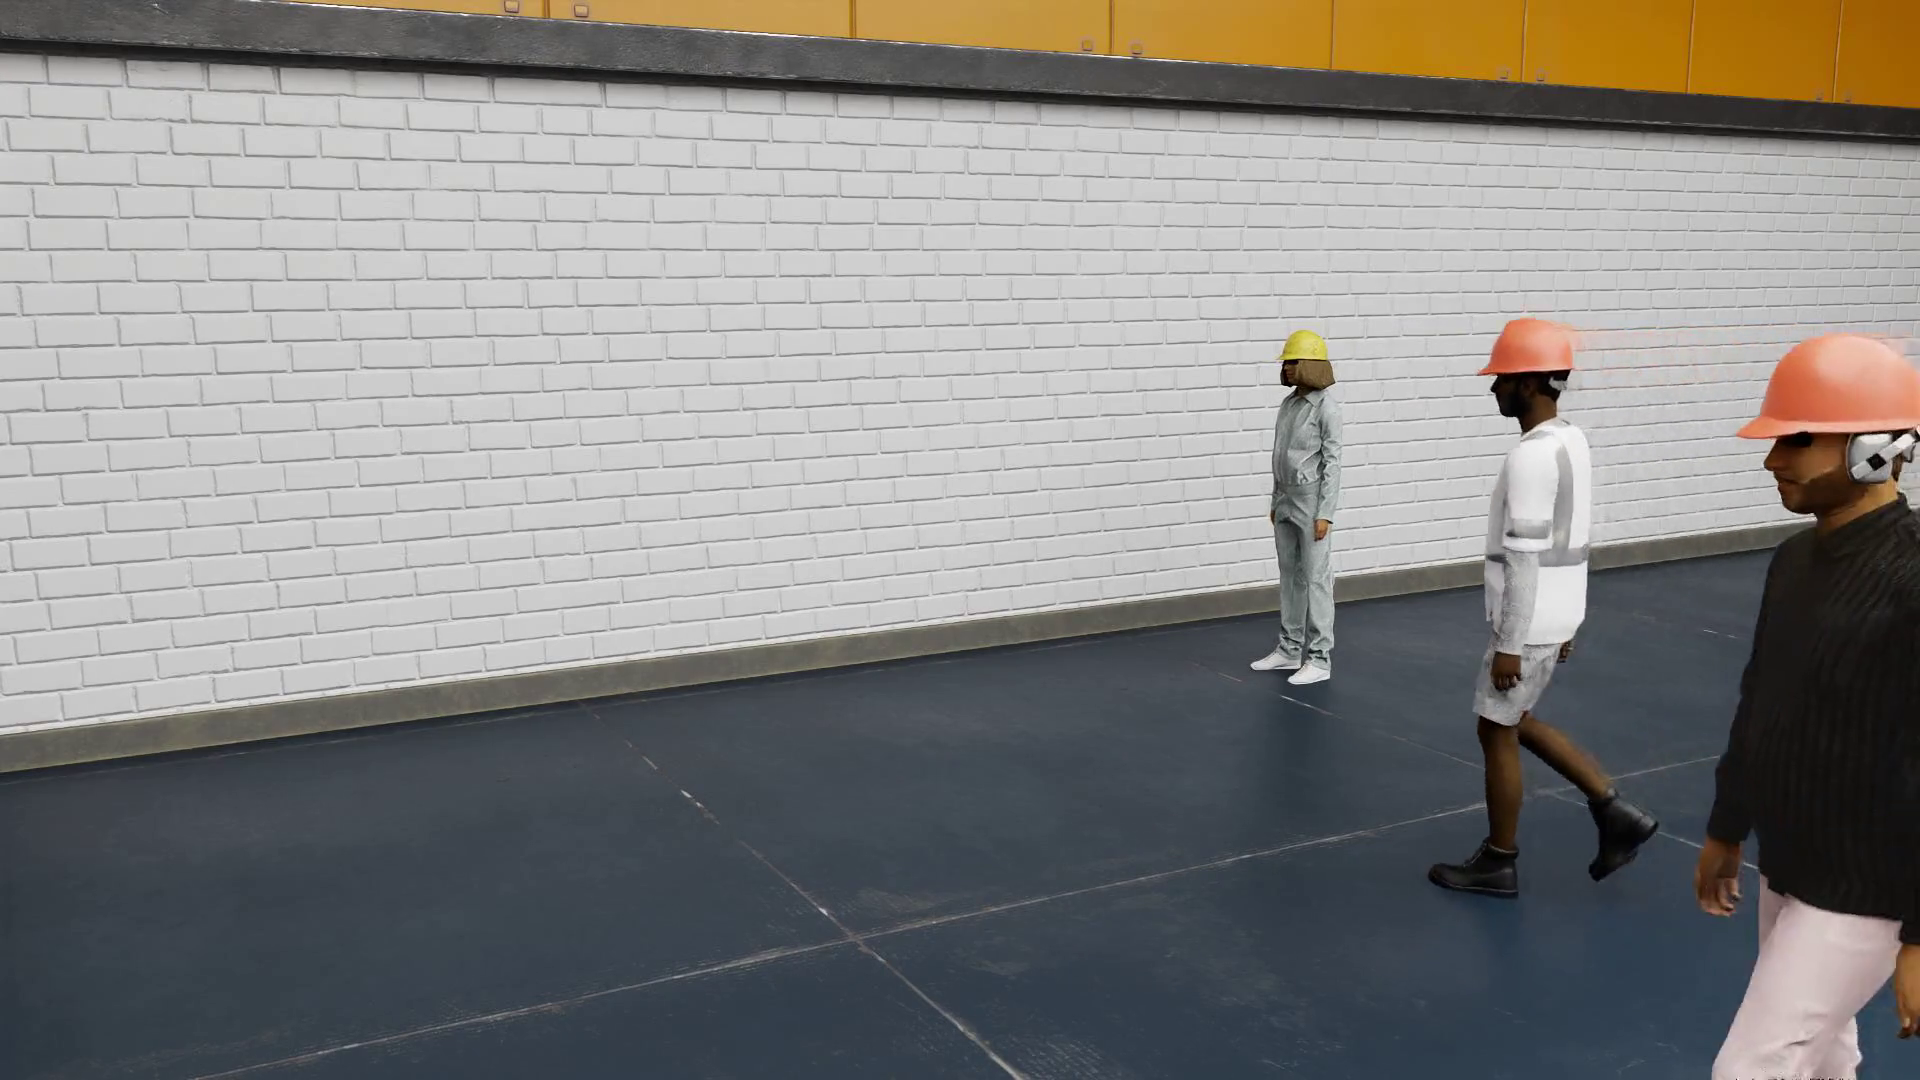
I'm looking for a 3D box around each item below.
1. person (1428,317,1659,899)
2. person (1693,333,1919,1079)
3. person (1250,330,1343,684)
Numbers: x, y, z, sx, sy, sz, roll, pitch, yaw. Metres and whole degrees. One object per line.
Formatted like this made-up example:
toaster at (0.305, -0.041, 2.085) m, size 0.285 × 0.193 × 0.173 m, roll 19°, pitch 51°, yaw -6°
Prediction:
person at (1.898, 0.250, 5.360) m, size 0.593 × 1.922 × 0.551 m, roll 6°, pitch 11°, yaw 30°
person at (1.552, 0.614, 3.081) m, size 0.495 × 1.977 × 0.664 m, roll 1°, pitch 10°, yaw 5°
person at (1.683, -0.162, 8.234) m, size 0.295 × 1.744 × 0.484 m, roll -4°, pitch 11°, yaw -22°
